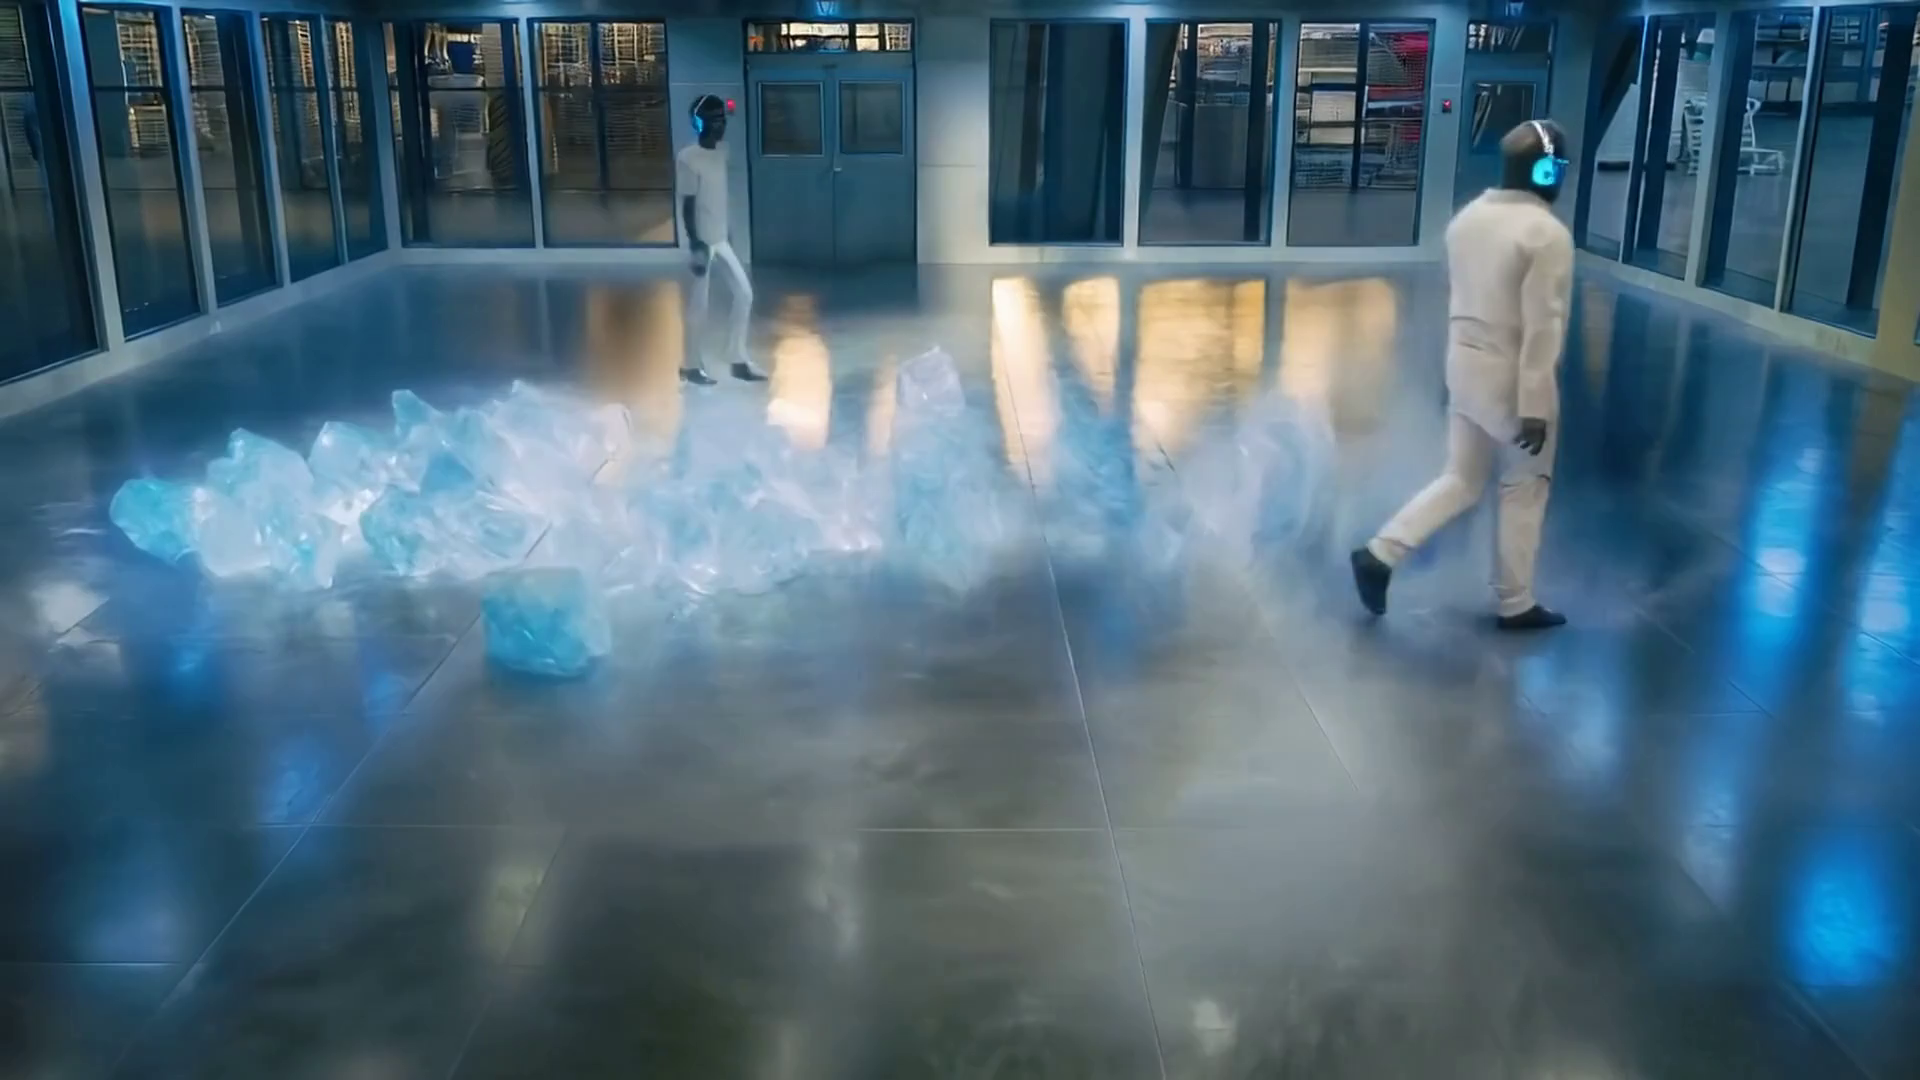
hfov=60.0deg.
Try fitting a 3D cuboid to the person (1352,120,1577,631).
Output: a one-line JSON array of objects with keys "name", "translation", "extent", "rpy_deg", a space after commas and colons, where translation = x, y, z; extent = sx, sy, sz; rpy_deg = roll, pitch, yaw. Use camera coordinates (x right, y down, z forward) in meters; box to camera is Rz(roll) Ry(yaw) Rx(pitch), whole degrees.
[{"name": "person", "translation": [1.903, -0.562, 6.057], "extent": [0.759, 1.890, 0.657], "rpy_deg": [-5, 17, -16]}]

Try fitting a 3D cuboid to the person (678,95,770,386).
[{"name": "person", "translation": [-1.535, -1.884, 10.627], "extent": [0.723, 1.842, 0.553], "rpy_deg": [9, 19, 29]}]
